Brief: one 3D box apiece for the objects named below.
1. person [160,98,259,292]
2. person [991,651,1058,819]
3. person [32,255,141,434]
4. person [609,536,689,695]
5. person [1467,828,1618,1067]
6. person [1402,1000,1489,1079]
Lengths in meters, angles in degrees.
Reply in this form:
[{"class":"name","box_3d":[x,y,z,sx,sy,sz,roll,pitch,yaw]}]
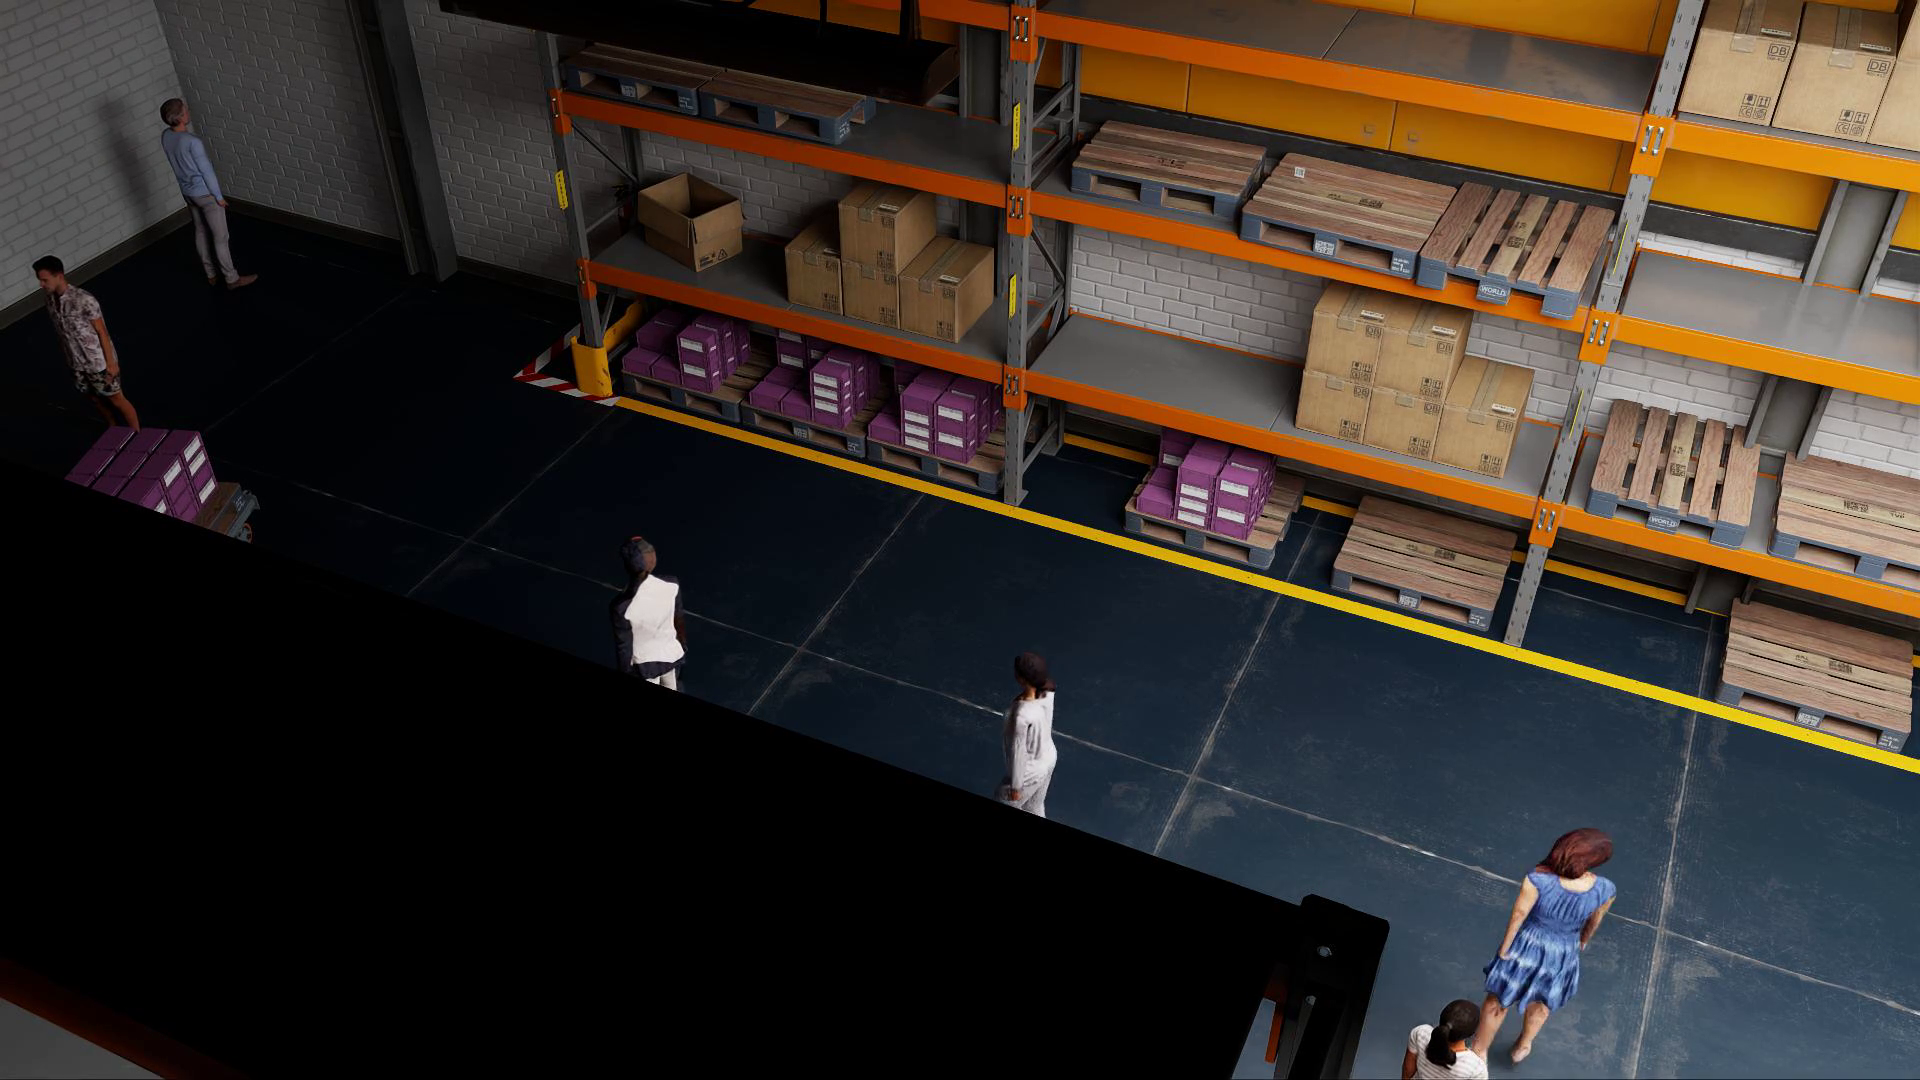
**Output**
[{"class":"person","box_3d":[-7.167,-3.262,15.691,0.541,1.894,0.729,20,43,24]},{"class":"person","box_3d":[0.497,1.377,9.987,0.706,1.763,0.624,19,42,22]},{"class":"person","box_3d":[-7.093,-1.526,13.584,0.545,1.810,0.750,12,40,15]},{"class":"person","box_3d":[-1.962,0.762,10.654,0.755,1.893,0.723,-31,48,-33]},{"class":"person","box_3d":[3.063,2.249,8.891,0.737,1.769,0.954,-6,39,-7]},{"class":"person","box_3d":[2.360,2.824,8.269,0.559,1.647,0.687,30,47,32]}]
